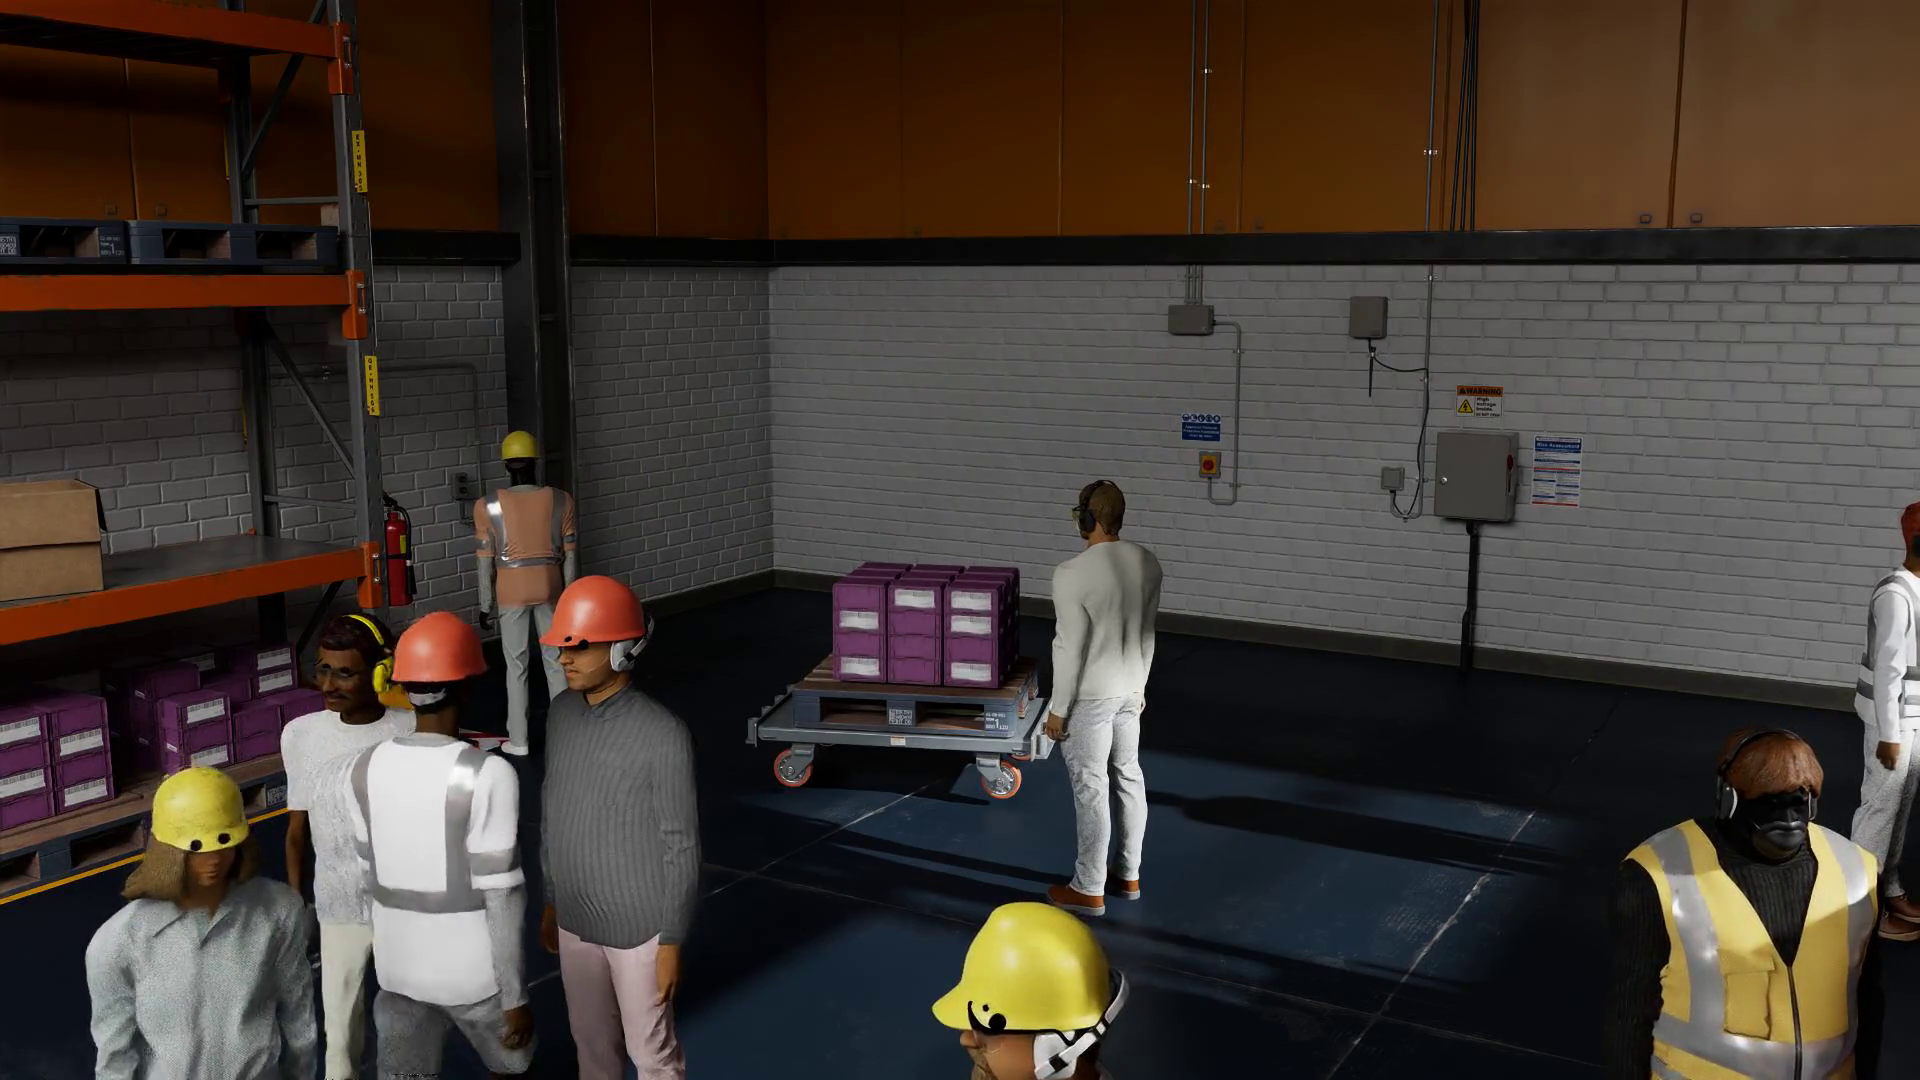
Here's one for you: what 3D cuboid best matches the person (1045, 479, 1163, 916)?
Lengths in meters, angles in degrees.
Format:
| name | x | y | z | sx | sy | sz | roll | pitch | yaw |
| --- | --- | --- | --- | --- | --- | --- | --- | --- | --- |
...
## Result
| name | x | y | z | sx | sy | sz | roll | pitch | yaw |
| --- | --- | --- | --- | --- | --- | --- | --- | --- | --- |
| person | 0.623 | 0.695 | 7.405 | 0.631 | 1.940 | 0.372 | -9 | 13 | -43 |

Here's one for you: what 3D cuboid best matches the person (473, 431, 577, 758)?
| name | x | y | z | sx | sy | sz | roll | pitch | yaw |
| --- | --- | --- | --- | --- | --- | --- | --- | --- | --- |
| person | -2.545 | 0.322 | 9.780 | 0.588 | 1.923 | 0.383 | -4 | 10 | -25 |

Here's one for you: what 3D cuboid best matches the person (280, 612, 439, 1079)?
| name | x | y | z | sx | sy | sz | roll | pitch | yaw |
| --- | --- | --- | --- | --- | --- | --- | --- | --- | --- |
| person | -1.742 | 1.130 | 4.942 | 0.516 | 1.858 | 0.325 | -1 | 9 | -5 |

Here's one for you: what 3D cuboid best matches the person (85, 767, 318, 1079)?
| name | x | y | z | sx | sy | sz | roll | pitch | yaw |
| --- | --- | --- | --- | --- | --- | --- | --- | --- | --- |
| person | -1.733 | 1.363 | 3.878 | 0.495 | 1.733 | 0.354 | -7 | 11 | -35 |

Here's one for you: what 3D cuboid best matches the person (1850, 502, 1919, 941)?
| name | x | y | z | sx | sy | sz | roll | pitch | yaw |
| --- | --- | --- | --- | --- | --- | --- | --- | --- | --- |
| person | 4.050 | 0.766 | 7.148 | 0.350 | 1.879 | 0.578 | 9 | 13 | 43 |

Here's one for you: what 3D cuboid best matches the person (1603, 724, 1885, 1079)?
| name | x | y | z | sx | sy | sz | roll | pitch | yaw |
| --- | --- | --- | --- | --- | --- | --- | --- | --- | --- |
| person | 1.805 | 1.318 | 3.846 | 0.621 | 1.837 | 0.429 | 0 | 9 | -1 |

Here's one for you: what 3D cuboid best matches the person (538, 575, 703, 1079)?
| name | x | y | z | sx | sy | sz | roll | pitch | yaw |
| --- | --- | --- | --- | --- | --- | --- | --- | --- | --- |
| person | -1.006 | 1.082 | 4.805 | 0.611 | 1.996 | 0.378 | 7 | 11 | 37 |

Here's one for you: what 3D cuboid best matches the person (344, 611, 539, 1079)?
| name | x | y | z | sx | sy | sz | roll | pitch | yaw |
| --- | --- | --- | --- | --- | --- | --- | --- | --- | --- |
| person | -1.394 | 1.152 | 4.602 | 0.585 | 1.914 | 0.716 | 3 | 10 | 19 |

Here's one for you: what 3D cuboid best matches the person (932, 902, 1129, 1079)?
| name | x | y | z | sx | sy | sz | roll | pitch | yaw |
| --- | --- | --- | --- | --- | --- | --- | --- | --- | --- |
| person | 0.139 | 1.486 | 2.797 | 0.404 | 1.830 | 0.601 | -3 | 10 | -17 |
